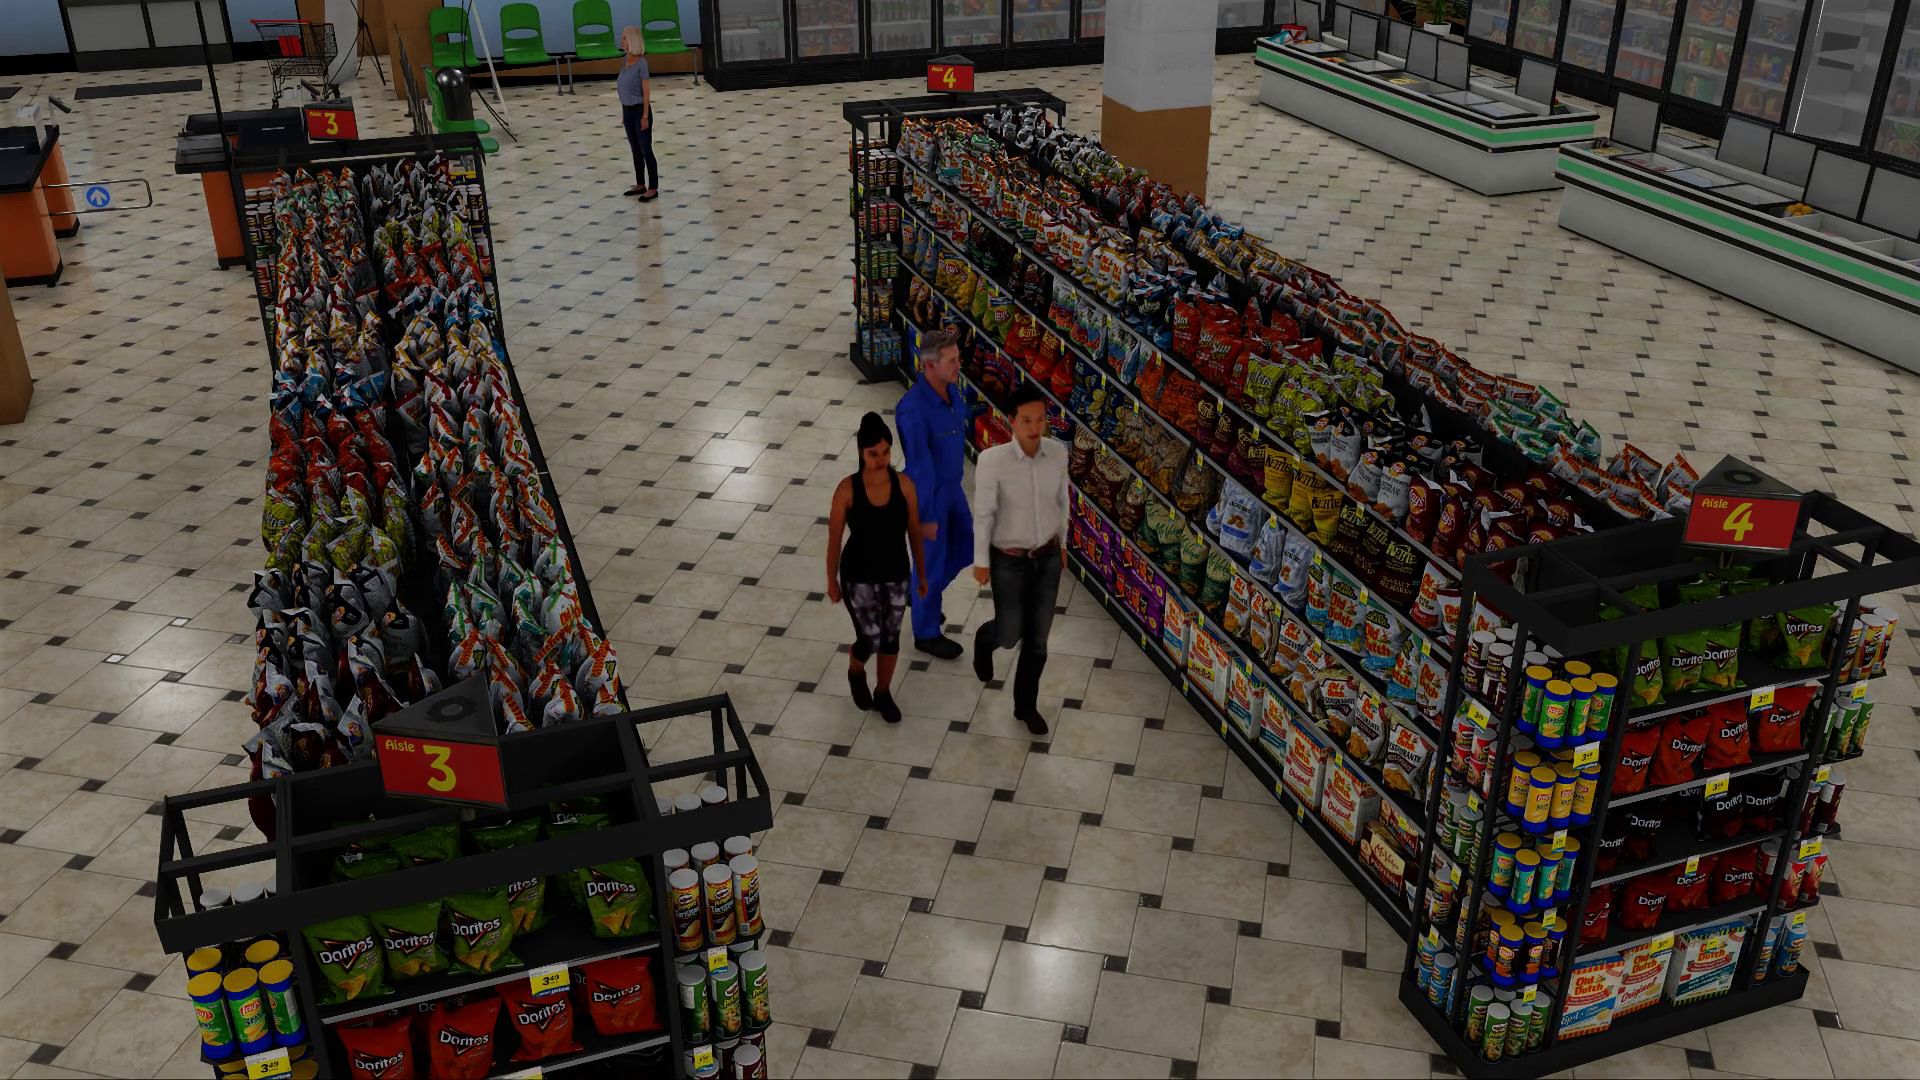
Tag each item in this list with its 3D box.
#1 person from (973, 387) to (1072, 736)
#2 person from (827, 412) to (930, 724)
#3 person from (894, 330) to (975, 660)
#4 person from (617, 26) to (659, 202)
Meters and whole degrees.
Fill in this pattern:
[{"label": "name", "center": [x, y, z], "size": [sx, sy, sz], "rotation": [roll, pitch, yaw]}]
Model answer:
[{"label": "person", "center": [0.279, 0.061, 8.149], "size": [0.690, 1.793, 0.908], "rotation": [-11, 29, -21]}, {"label": "person", "center": [-0.441, 0.123, 8.181], "size": [0.659, 1.654, 0.647], "rotation": [-14, 30, -26]}, {"label": "person", "center": [-0.213, -0.242, 8.724], "size": [0.953, 1.814, 0.901], "rotation": [14, 30, 25]}, {"label": "person", "center": [-3.278, -4.343, 16.913], "size": [0.714, 1.723, 0.569], "rotation": [-22, 34, -36]}]
